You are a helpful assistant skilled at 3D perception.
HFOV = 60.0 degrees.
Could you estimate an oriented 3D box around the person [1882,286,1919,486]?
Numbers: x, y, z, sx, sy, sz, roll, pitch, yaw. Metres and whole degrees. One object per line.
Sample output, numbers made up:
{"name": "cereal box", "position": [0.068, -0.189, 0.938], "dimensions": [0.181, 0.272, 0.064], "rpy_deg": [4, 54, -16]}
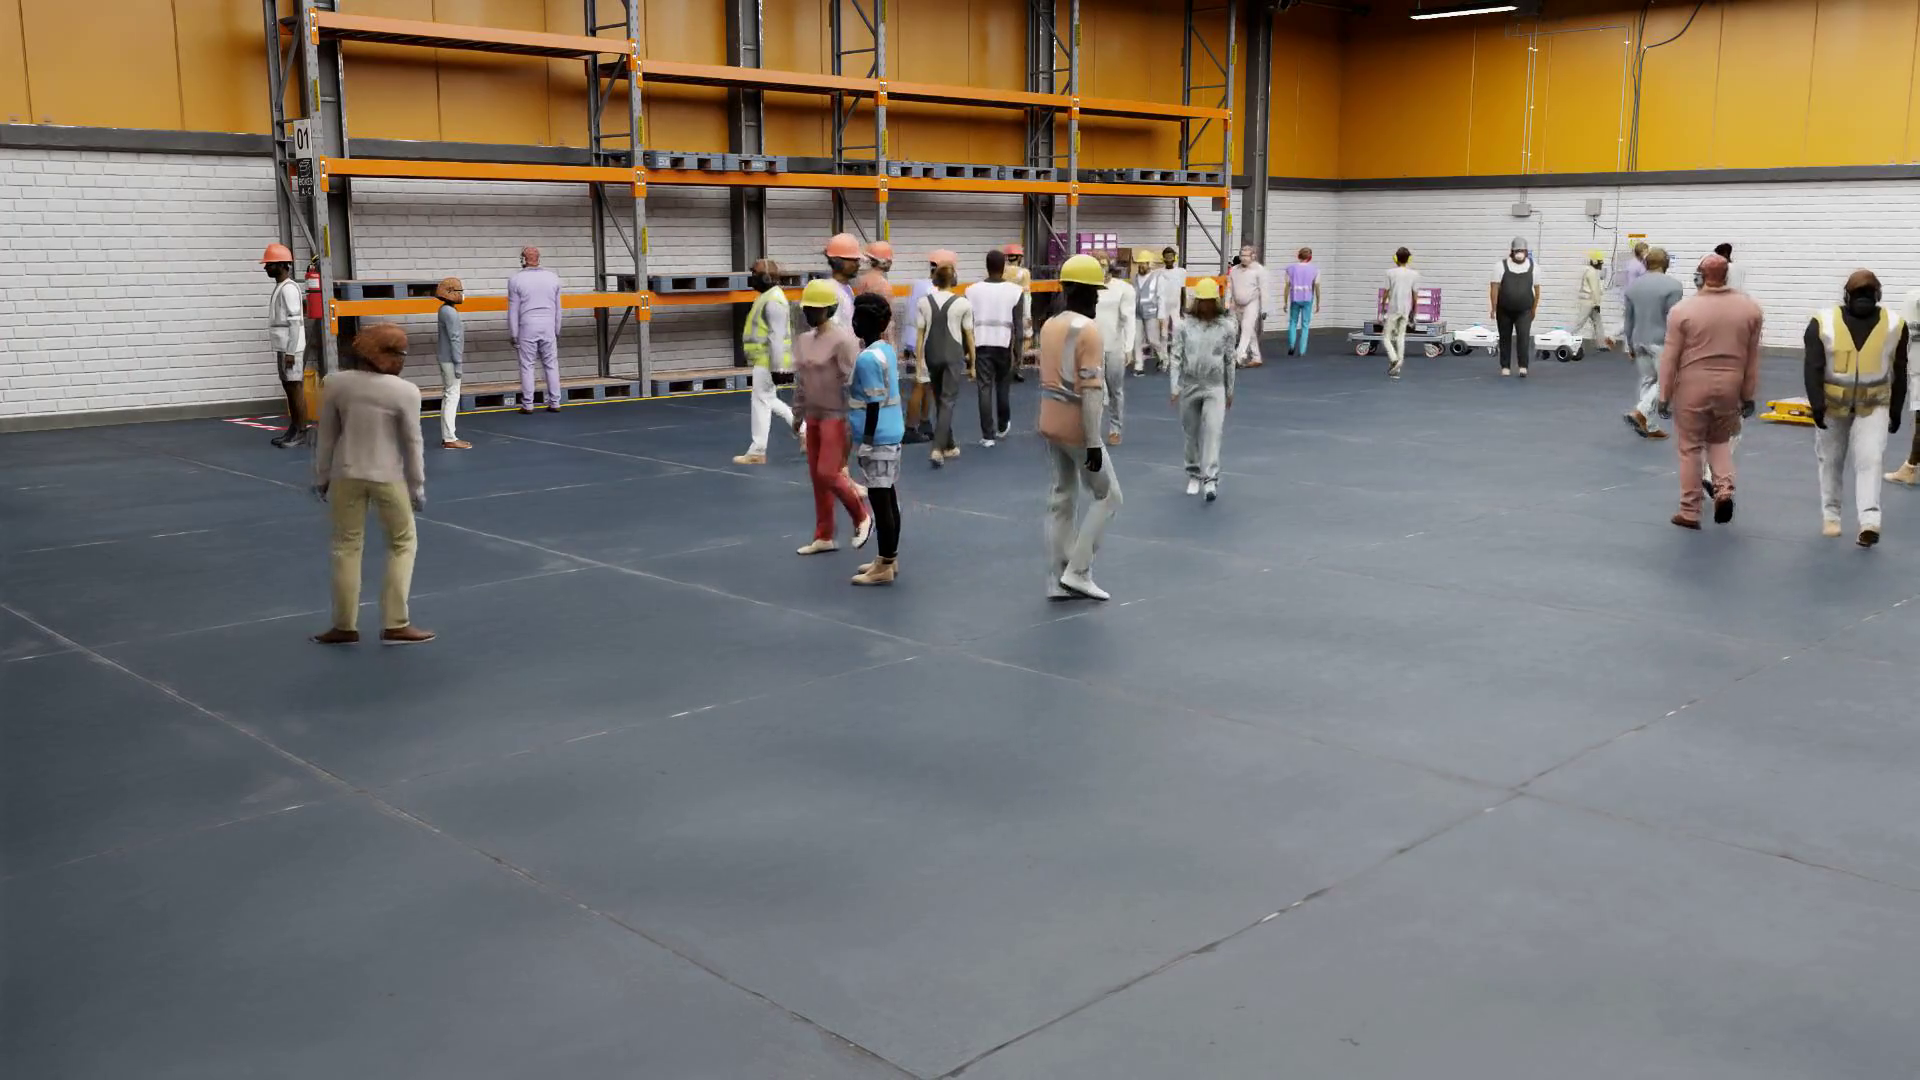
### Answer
{"name": "person", "position": [7.703, -1.363, 13.084], "dimensions": [0.618, 2.011, 0.985], "rpy_deg": [-1, 10, -7]}

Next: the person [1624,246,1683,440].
{"name": "person", "position": [6.759, -1.915, 16.338], "dimensions": [0.601, 1.919, 0.650], "rpy_deg": [-6, 12, -28]}

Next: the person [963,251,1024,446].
{"name": "person", "position": [0.318, -1.876, 16.264], "dimensions": [0.617, 1.856, 1.021], "rpy_deg": [1, 10, 3]}

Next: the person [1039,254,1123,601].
{"name": "person", "position": [0.660, -0.600, 9.144], "dimensions": [0.446, 1.913, 0.623], "rpy_deg": [-5, 12, -25]}

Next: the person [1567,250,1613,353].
{"name": "person", "position": [10.810, -4.103, 28.653], "dimensions": [0.953, 1.782, 0.573], "rpy_deg": [4, 11, 23]}

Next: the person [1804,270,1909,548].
{"name": "person", "position": [5.842, -0.854, 10.881], "dimensions": [0.630, 1.786, 0.984], "rpy_deg": [5, 11, 24]}

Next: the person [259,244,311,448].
{"name": "person", "position": [-6.447, -1.844, 15.882], "dimensions": [0.357, 1.937, 0.550], "rpy_deg": [-6, 12, -31]}

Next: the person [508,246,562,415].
{"name": "person", "position": [-4.834, -2.375, 18.891], "dimensions": [0.645, 1.901, 0.404], "rpy_deg": [-7, 13, -35]}

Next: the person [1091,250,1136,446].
{"name": "person", "position": [1.346, -1.781, 15.705], "dimensions": [0.648, 1.886, 1.049], "rpy_deg": [3, 11, 16]}

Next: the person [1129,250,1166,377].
{"name": "person", "position": [2.689, -3.256, 23.905], "dimensions": [0.607, 1.818, 0.610], "rpy_deg": [7, 13, 34]}

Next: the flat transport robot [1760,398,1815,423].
{"name": "flat transport robot", "position": [9.414, -1.432, 18.181], "dimensions": [1.431, 0.197, 0.652], "rpy_deg": [-8, 13, -38]}

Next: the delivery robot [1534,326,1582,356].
{"name": "delivery robot", "position": [9.648, -3.208, 26.834], "dimensions": [0.477, 0.478, 0.707], "rpy_deg": [-9, 14, -41]}

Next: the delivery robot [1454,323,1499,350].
{"name": "delivery robot", "position": [8.660, -3.398, 27.872], "dimensions": [0.707, 0.478, 0.477], "rpy_deg": [6, 12, 31]}

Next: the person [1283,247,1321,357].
{"name": "person", "position": [5.707, -3.961, 27.760], "dimensions": [0.584, 1.814, 0.522], "rpy_deg": [3, 11, 17]}

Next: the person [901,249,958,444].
{"name": "person", "position": [-0.288, -1.863, 16.139], "dimensions": [0.656, 1.879, 0.605], "rpy_deg": [-4, 11, -22]}

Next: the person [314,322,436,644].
{"name": "person", "position": [-2.956, -0.275, 8.256], "dimensions": [0.618, 1.604, 0.342], "rpy_deg": [1, 10, 3]}

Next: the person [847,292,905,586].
{"name": "person", "position": [-0.489, -0.581, 9.651], "dimensions": [0.321, 1.697, 0.535], "rpy_deg": [1, 10, 8]}

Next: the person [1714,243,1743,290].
{"name": "person", "position": [11.938, -3.655, 25.870], "dimensions": [0.608, 1.902, 1.061], "rpy_deg": [-6, 12, -28]}

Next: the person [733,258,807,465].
{"name": "person", "position": [-1.650, -1.577, 14.738], "dimensions": [0.701, 1.827, 0.635], "rpy_deg": [-2, 11, -9]}

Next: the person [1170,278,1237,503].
{"name": "person", "position": [1.858, -1.142, 12.723], "dimensions": [0.493, 1.692, 0.939], "rpy_deg": [2, 11, 10]}

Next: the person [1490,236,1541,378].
{"name": "person", "position": [7.911, -3.331, 23.709], "dimensions": [0.693, 2.000, 0.953], "rpy_deg": [3, 11, 15]}

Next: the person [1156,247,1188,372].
{"name": "person", "position": [3.100, -3.407, 24.644], "dimensions": [0.549, 1.850, 0.514], "rpy_deg": [1, 10, 7]}

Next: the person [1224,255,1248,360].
{"name": "person", "position": [4.484, -3.735, 26.853], "dimensions": [0.538, 1.696, 0.317], "rpy_deg": [-5, 11, -25]}

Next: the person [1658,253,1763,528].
{"name": "person", "position": [5.147, -1.018, 11.490], "dimensions": [0.668, 1.893, 0.429], "rpy_deg": [0, 10, 1]}

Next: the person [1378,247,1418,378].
{"name": "person", "position": [6.207, -3.211, 23.563], "dimensions": [0.564, 1.851, 0.420], "rpy_deg": [-1, 10, -6]}

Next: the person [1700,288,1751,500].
{"name": "person", "position": [5.728, -1.090, 12.598], "dimensions": [0.359, 1.623, 0.543], "rpy_deg": [-10, 14, -44]}

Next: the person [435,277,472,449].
{"name": "person", "position": [-4.833, -1.679, 15.840], "dimensions": [0.279, 1.624, 0.494], "rpy_deg": [-5, 12, -27]}

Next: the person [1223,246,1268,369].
{"name": "person", "position": [4.294, -3.523, 25.263], "dimensions": [1.013, 1.849, 0.635], "rpy_deg": [-9, 14, -41]}

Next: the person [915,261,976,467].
{"name": "person", "position": [-0.135, -1.562, 14.716], "dimensions": [0.518, 1.804, 0.973], "rpy_deg": [3, 11, 16]}

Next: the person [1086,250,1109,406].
{"name": "person", "position": [1.576, -2.462, 19.477], "dimensions": [0.869, 1.858, 0.590], "rpy_deg": [-7, 13, -35]}

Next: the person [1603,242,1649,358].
{"name": "person", "position": [11.066, -3.970, 27.535], "dimensions": [0.584, 1.917, 0.658], "rpy_deg": [5, 12, 26]}

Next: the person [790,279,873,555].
{"name": "person", "position": [-0.843, -0.761, 10.467], "dimensions": [0.412, 1.746, 0.548], "rpy_deg": [-8, 13, -37]}

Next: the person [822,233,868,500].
{"name": "person", "position": [-0.896, -1.321, 12.757], "dimensions": [0.396, 2.039, 0.629], "rpy_deg": [2, 11, 11]}

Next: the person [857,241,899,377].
{"name": "person", "position": [-0.883, -2.066, 17.002], "dimensions": [0.740, 1.971, 0.628], "rpy_deg": [-7, 13, -34]}

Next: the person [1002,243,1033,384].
{"name": "person", "position": [0.755, -3.084, 22.697], "dimensions": [0.575, 1.914, 0.449], "rpy_deg": [7, 12, 33]}
